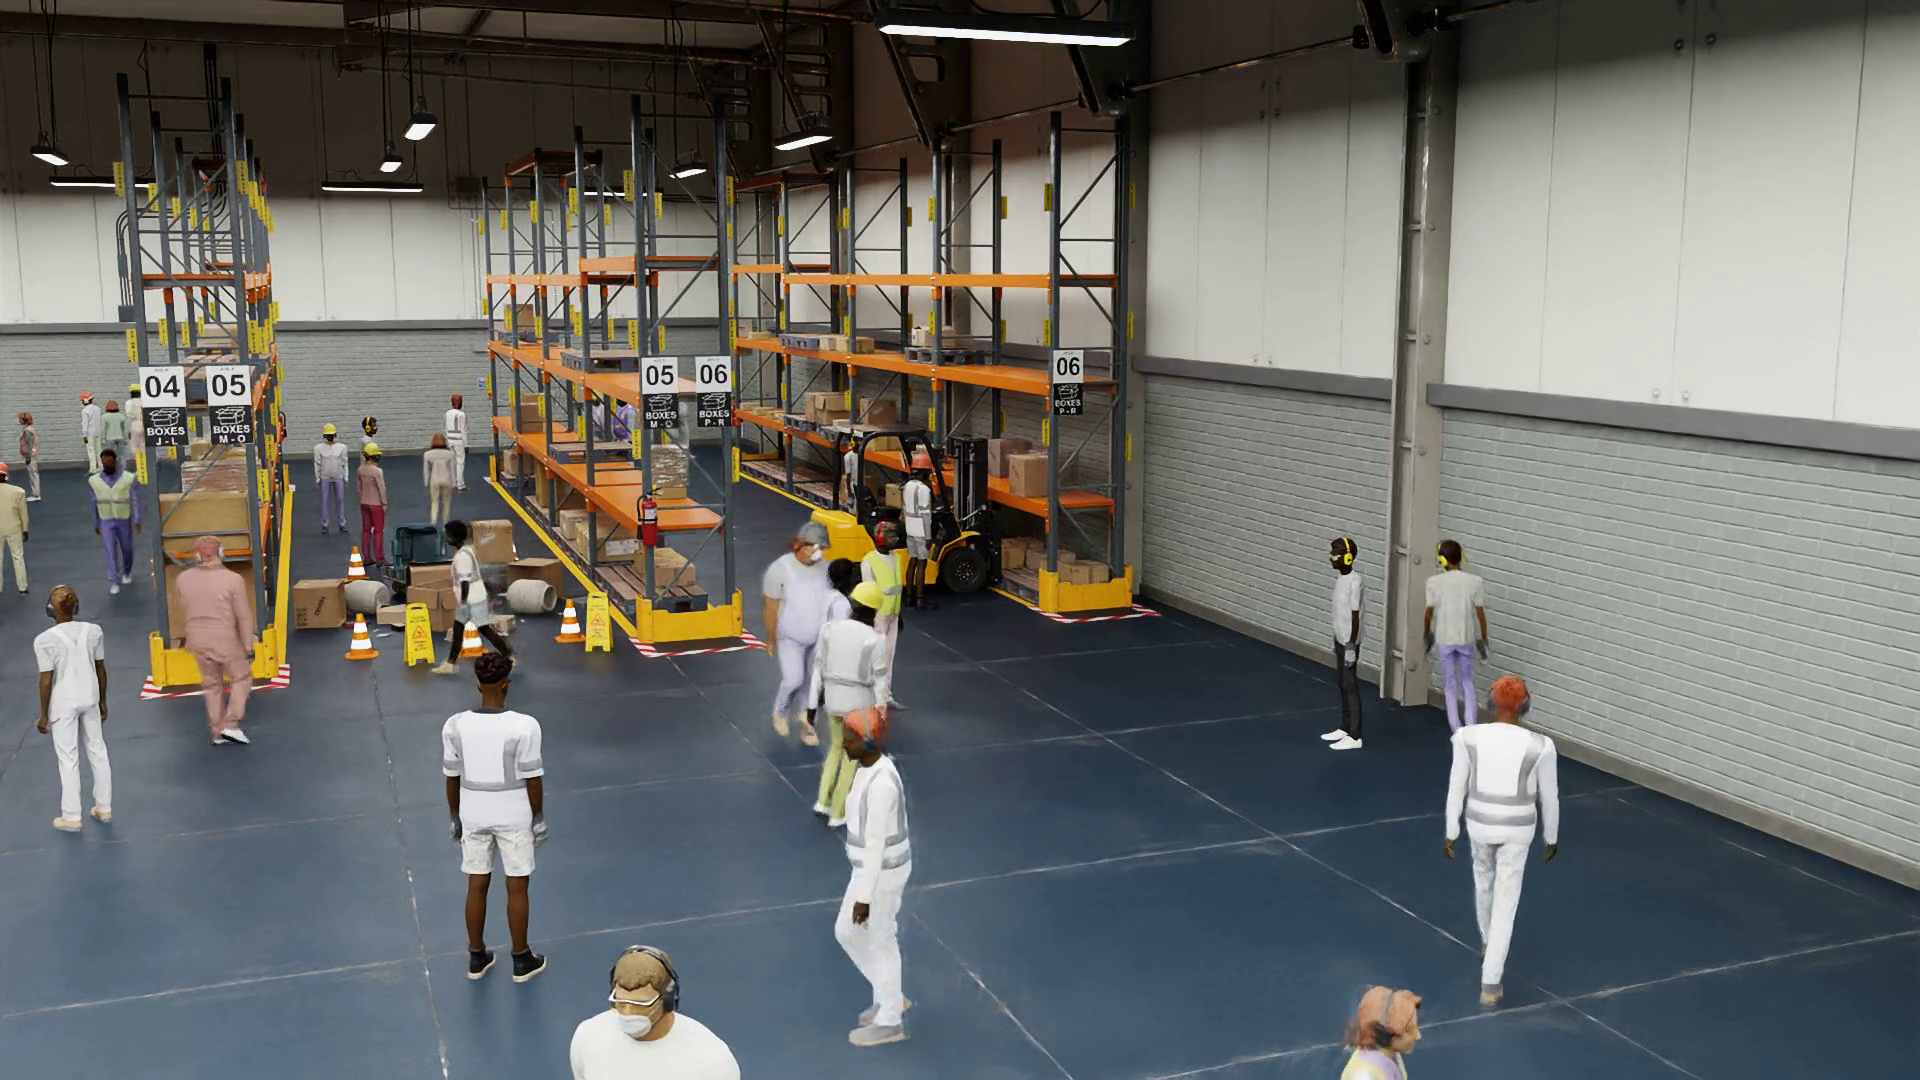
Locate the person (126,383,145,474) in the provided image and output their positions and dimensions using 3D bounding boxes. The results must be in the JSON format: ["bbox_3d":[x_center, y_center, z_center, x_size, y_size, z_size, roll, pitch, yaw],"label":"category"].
[{"bbox_3d":[-17.116,-2.305,34.611,0.466,1.893,0.626,4,10,26],"label":"person"}]

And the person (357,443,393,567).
[{"bbox_3d":[-8.327,-0.495,23.628,0.529,1.768,0.312,5,10,29],"label":"person"}]

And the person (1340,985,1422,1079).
[{"bbox_3d":[1.407,2.372,6.098,0.828,1.601,0.525,4,10,26],"label":"person"}]

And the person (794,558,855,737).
[{"bbox_3d":[-1.145,0.989,14.543,0.505,1.675,0.575,-4,10,-21],"label":"person"}]

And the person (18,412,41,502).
[{"bbox_3d":[-17.063,-1.524,30.499,0.308,1.639,0.524,-4,10,-25],"label":"person"}]

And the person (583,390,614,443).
[{"bbox_3d":[-7.488,-2.223,34.394,0.619,1.803,0.644,-4,10,-24],"label":"person"}]

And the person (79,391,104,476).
[{"bbox_3d":[-18.019,-2.206,34.467,0.350,1.743,0.563,1,9,4],"label":"person"}]

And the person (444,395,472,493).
[{"bbox_3d":[-9.564,-1.827,31.660,0.575,1.880,0.358,7,11,38],"label":"person"}]

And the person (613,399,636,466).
[{"bbox_3d":[-6.684,-2.040,33.144,0.430,1.833,0.632,-7,11,-35],"label":"person"}]

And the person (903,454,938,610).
[{"bbox_3d":[-0.479,-0.103,20.627,0.373,1.933,0.551,-5,10,-28],"label":"person"}]

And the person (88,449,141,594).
[{"bbox_3d":[-11.130,-0.282,21.938,0.594,1.887,0.954,-4,10,-21],"label":"person"}]

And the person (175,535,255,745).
[{"bbox_3d":[-6.472,0.884,14.575,0.665,1.888,0.488,1,9,6],"label":"person"}]

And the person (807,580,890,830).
[{"bbox_3d":[-0.811,1.228,12.394,0.675,1.882,0.432,4,10,22],"label":"person"}]

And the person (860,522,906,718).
[{"bbox_3d":[-0.737,0.733,15.650,0.374,1.841,0.573,5,10,29],"label":"person"}]

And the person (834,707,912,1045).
[{"bbox_3d":[-0.466,1.796,8.881,0.404,1.866,0.583,-2,9,-14],"label":"person"}]

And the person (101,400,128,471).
[{"bbox_3d":[-17.079,-2.009,33.610,0.289,1.623,0.505,9,12,43],"label":"person"}]

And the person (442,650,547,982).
[{"bbox_3d":[-2.710,1.614,9.749,0.605,1.958,0.376,2,9,11],"label":"person"}]

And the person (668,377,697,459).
[{"bbox_3d":[-6.403,-2.742,37.442,0.832,1.877,0.638,2,9,13],"label":"person"}]

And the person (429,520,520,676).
[{"bbox_3d":[-5.000,0.596,17.120,0.884,1.651,0.567,-3,10,-21],"label":"person"}]

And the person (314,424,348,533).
[{"bbox_3d":[-10.101,-0.991,26.748,0.522,1.769,0.310,-4,10,-26],"label":"person"}]

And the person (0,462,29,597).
[{"bbox_3d":[-12.335,-0.141,21.474,0.563,1.742,0.360,-4,10,-26],"label":"person"}]

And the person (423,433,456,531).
[{"bbox_3d":[-8.358,-0.909,26.728,0.506,1.614,0.611,-2,9,-13],"label":"person"}]

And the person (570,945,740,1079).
[{"bbox_3d":[-1.037,2.279,5.656,0.631,1.932,0.363,4,10,22],"label":"person"}]

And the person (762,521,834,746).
[{"bbox_3d":[-1.359,0.802,14.599,0.705,2.000,0.544,-5,10,-29],"label":"person"}]

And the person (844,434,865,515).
[{"bbox_3d":[-1.510,-0.665,24.370,0.323,1.871,0.528,3,10,19],"label":"person"}]

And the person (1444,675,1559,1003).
[{"bbox_3d":[3.162,1.689,9.695,0.603,1.827,1.006,5,10,30],"label":"person"}]

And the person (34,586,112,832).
[{"bbox_3d":[-6.613,1.248,12.401,0.343,1.847,0.506,6,11,35],"label":"person"}]

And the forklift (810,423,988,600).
[{"bbox_3d":[-0.830,-0.399,21.676,2.313,2.155,1.214,-4,10,-21],"label":"forklift"}]

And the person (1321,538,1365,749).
[{"bbox_3d":[3.373,0.899,14.567,0.327,1.861,0.510,0,9,-2],"label":"person"}]

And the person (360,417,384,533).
[{"bbox_3d":[-9.491,-1.050,26.795,0.310,1.868,0.533,-3,10,-18],"label":"person"}]

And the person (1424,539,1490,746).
[{"bbox_3d":[4.352,0.900,14.635,0.566,1.839,0.452,2,9,9],"label":"person"}]
